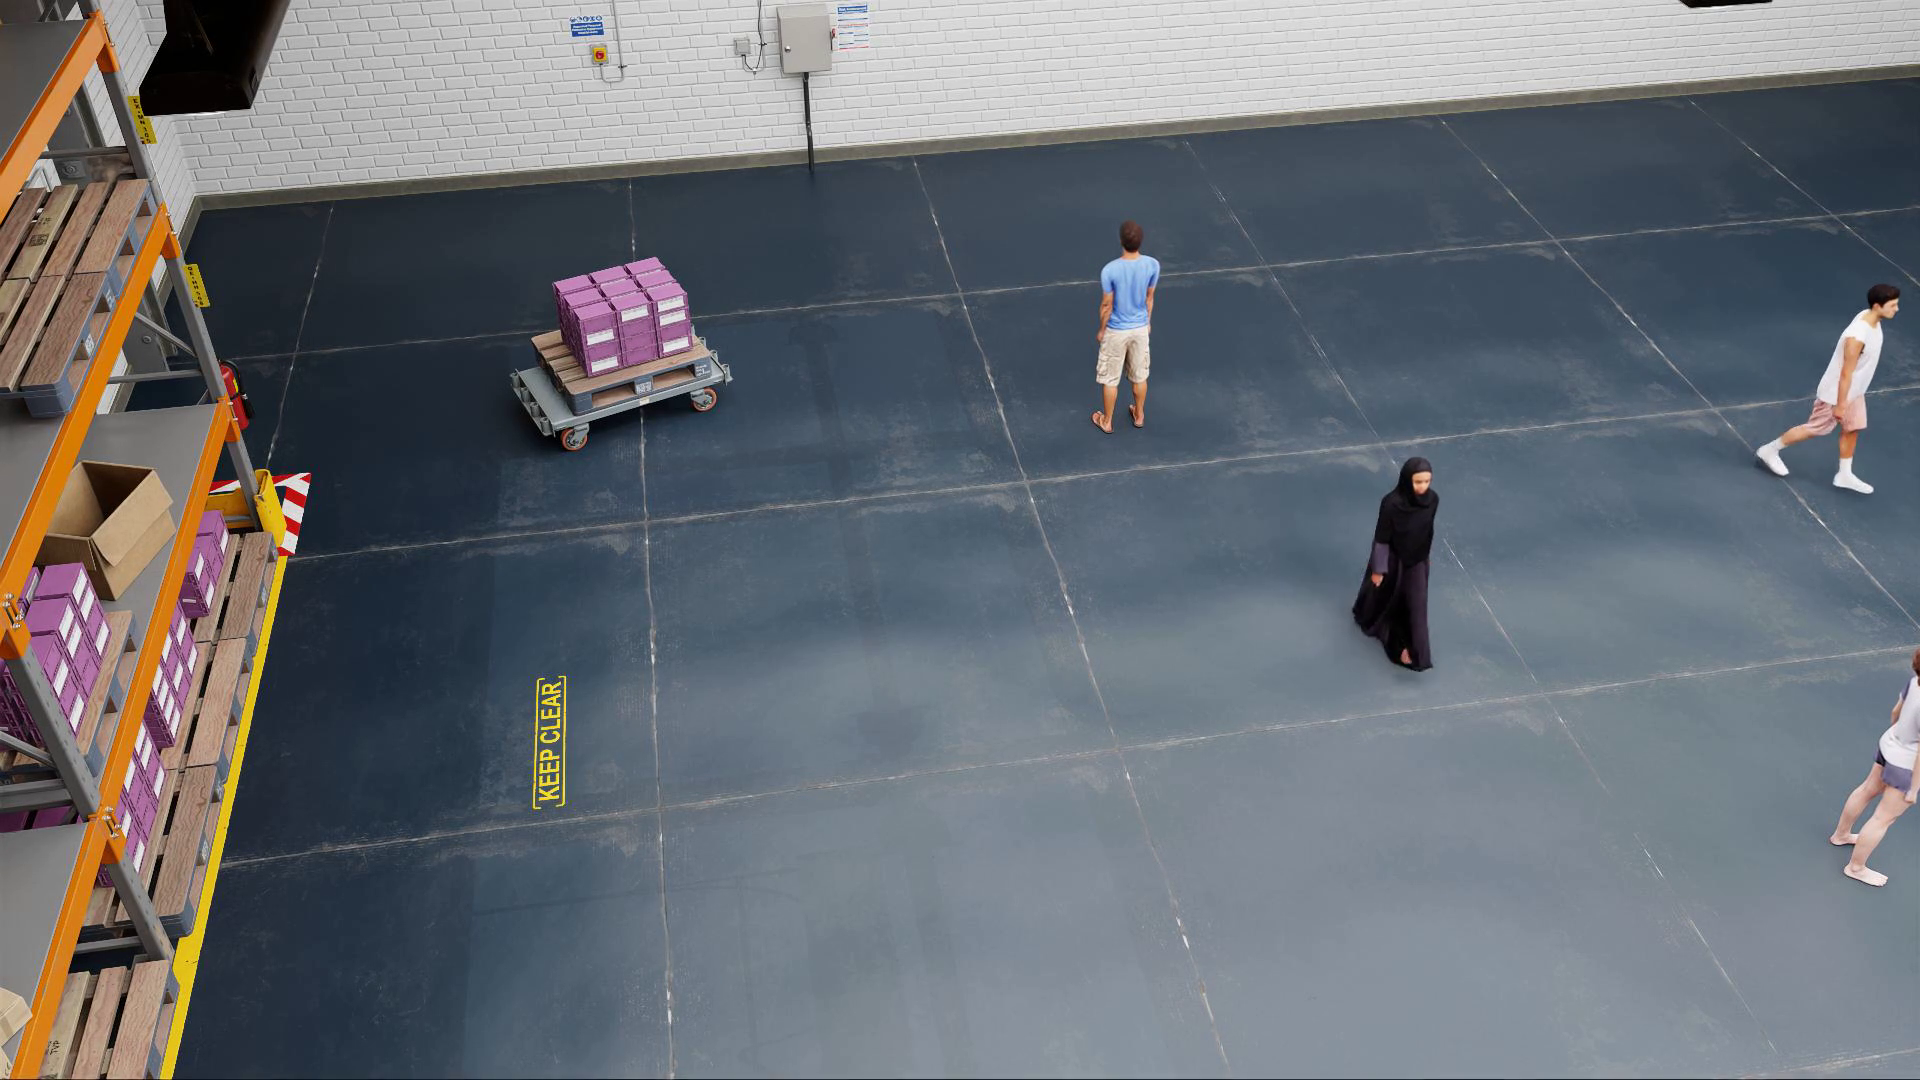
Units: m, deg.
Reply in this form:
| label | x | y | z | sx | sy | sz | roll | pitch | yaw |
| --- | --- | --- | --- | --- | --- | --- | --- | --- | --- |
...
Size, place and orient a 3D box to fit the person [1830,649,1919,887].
| label | x | y | z | sx | sy | sz | roll | pitch | yaw |
| --- | --- | --- | --- | --- | --- | --- | --- | --- | --- |
| person | 5.497 | 1.264 | 9.690 | 0.701 | 1.767 | 0.579 | 4 | 39 | 5 |

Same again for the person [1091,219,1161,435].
| label | x | y | z | sx | sy | sz | roll | pitch | yaw |
| --- | --- | --- | --- | --- | --- | --- | --- | --- | --- |
| person | 1.335 | -1.703 | 13.327 | 0.669 | 1.865 | 0.594 | -10 | 40 | -12 |

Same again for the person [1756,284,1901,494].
| label | x | y | z | sx | sy | sz | roll | pitch | yaw |
| --- | --- | --- | --- | --- | --- | --- | --- | --- | --- |
| person | 6.691 | -1.184 | 12.771 | 1.193 | 1.749 | 1.064 | 31 | 48 | 32 |

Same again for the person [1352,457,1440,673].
| label | x | y | z | sx | sy | sz | roll | pitch | yaw |
| --- | --- | --- | --- | --- | --- | --- | --- | --- | --- |
| person | 2.963 | 0.062 | 11.323 | 0.638 | 1.607 | 1.097 | -8 | 39 | -10 |
